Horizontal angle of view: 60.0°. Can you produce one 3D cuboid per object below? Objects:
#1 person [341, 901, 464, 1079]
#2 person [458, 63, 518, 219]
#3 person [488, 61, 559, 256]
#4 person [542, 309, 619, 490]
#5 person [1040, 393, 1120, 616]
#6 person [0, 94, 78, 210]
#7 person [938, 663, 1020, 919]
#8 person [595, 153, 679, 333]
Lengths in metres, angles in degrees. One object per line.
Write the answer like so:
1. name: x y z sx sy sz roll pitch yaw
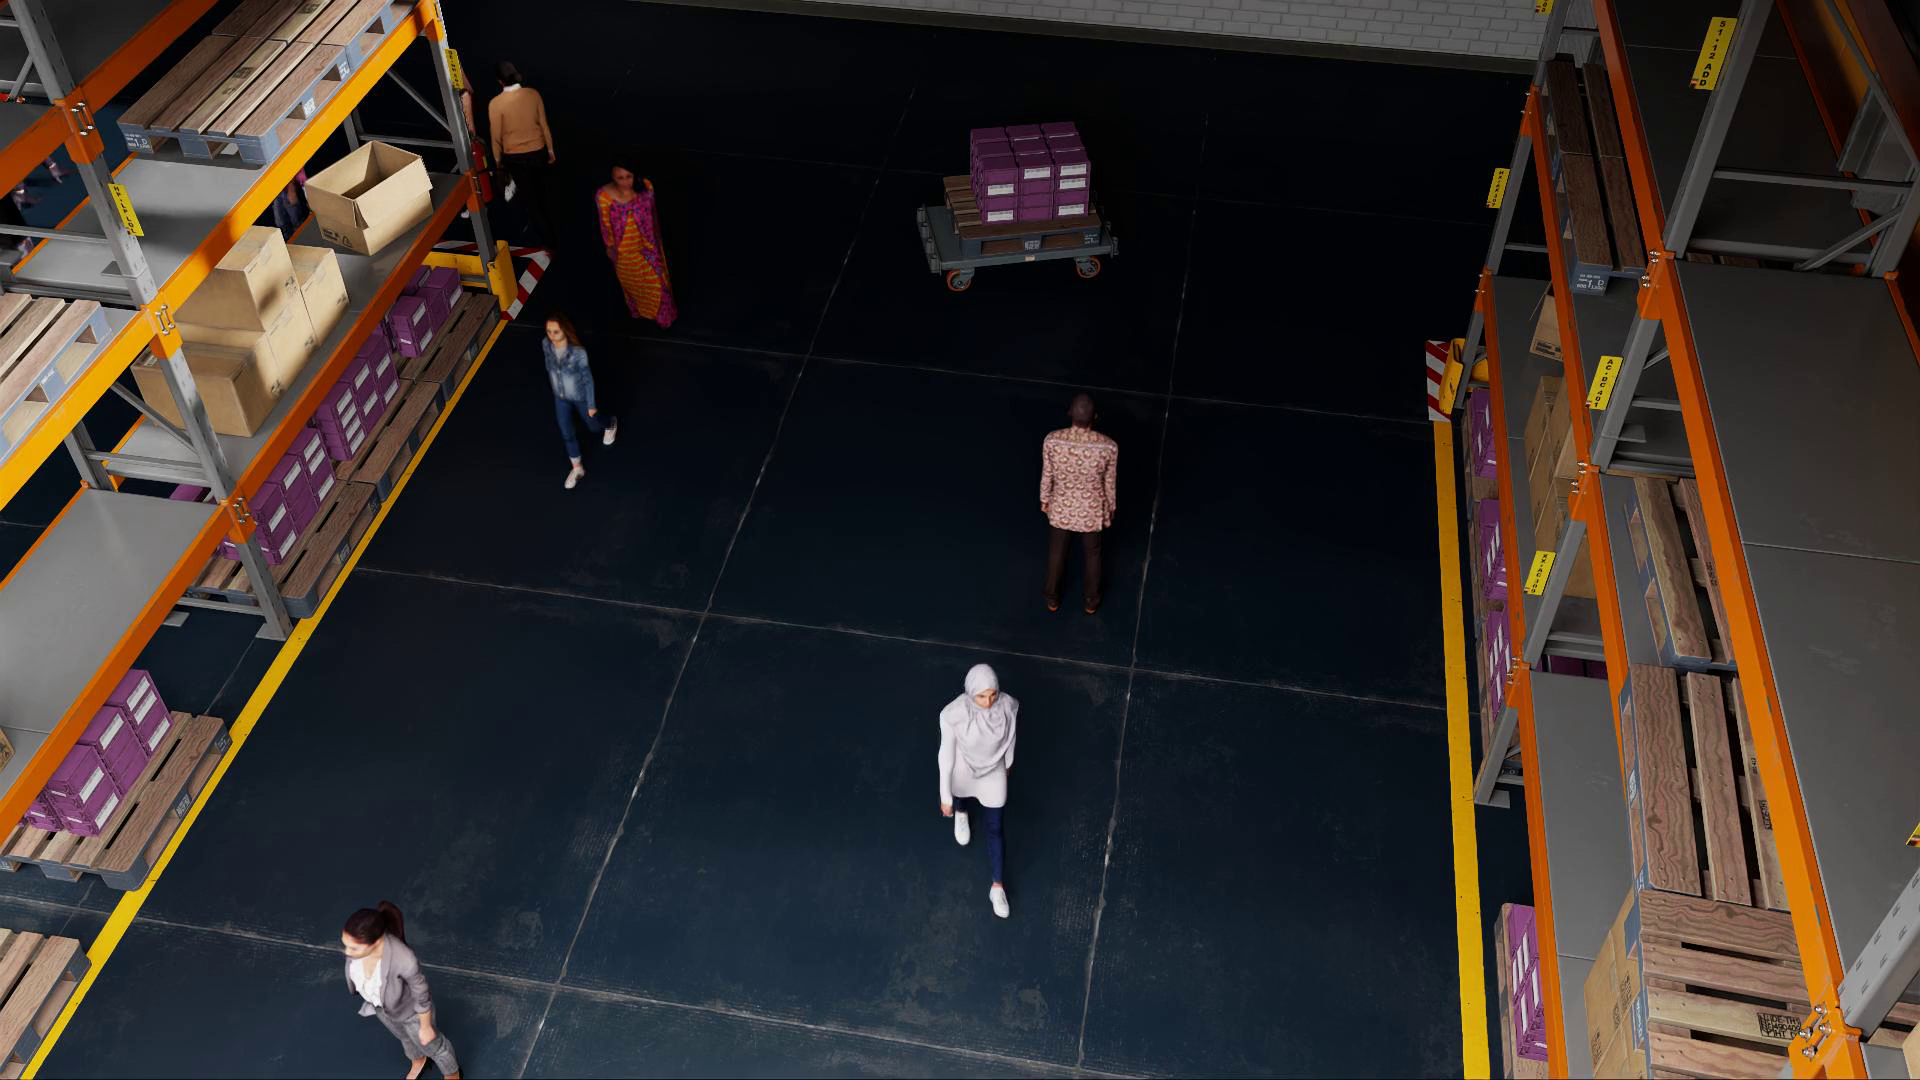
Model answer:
1. person: -2.841 2.370 8.484 0.694 1.679 0.693 21 48 21
2. person: -4.324 -3.610 14.854 0.913 1.552 0.834 -29 51 -27
3. person: -3.734 -3.275 14.387 1.157 1.710 1.208 -24 49 -23
4. person: -2.813 -1.123 12.311 0.682 1.457 0.965 14 45 14
5. person: 0.795 -0.218 11.111 0.671 1.803 0.583 9 44 9
6. person: -8.616 -3.755 14.881 0.876 1.724 1.033 29 51 27
7. person: 0.063 1.274 9.598 0.885 1.729 1.203 -6 44 -6
8. person: -2.660 -2.484 13.607 0.886 1.642 0.992 -14 45 -14
